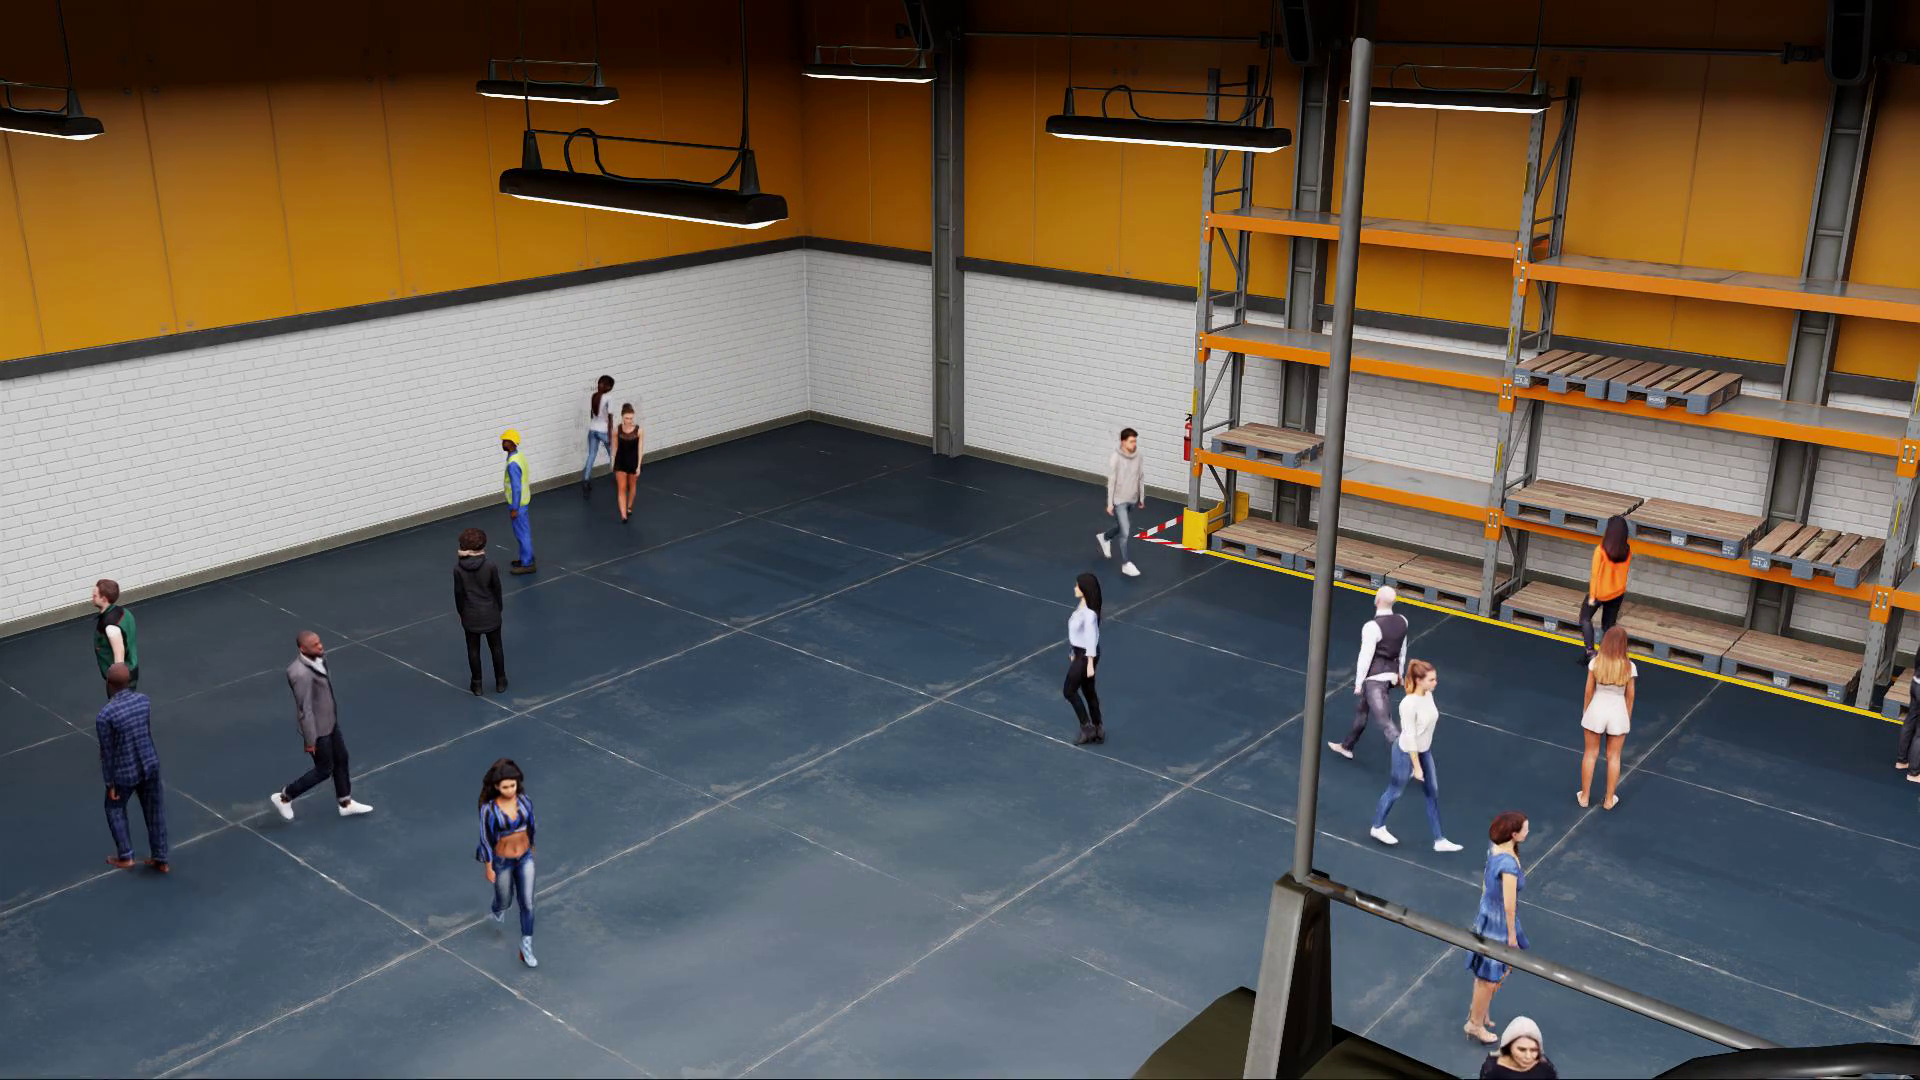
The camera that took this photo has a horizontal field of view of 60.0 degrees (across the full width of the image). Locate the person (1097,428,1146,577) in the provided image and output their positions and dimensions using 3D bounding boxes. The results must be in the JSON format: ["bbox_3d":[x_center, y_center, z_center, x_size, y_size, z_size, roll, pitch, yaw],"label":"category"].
[{"bbox_3d":[1.978,-0.516,20.579,0.903,1.829,1.244,-12,22,-32],"label":"person"}]

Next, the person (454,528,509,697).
[{"bbox_3d":[-4.886,0.728,16.959,0.734,1.781,0.773,-5,19,-15],"label":"person"}]

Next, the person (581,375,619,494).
[{"bbox_3d":[-5.155,-1.471,23.659,1.102,1.673,0.928,8,20,23],"label":"person"}]

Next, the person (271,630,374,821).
[{"bbox_3d":[-5.598,1.619,14.298,1.172,1.791,1.113,-2,19,-7],"label":"person"}]

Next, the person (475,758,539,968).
[{"bbox_3d":[-3.358,2.371,12.365,0.770,1.601,0.978,-13,23,-34],"label":"person"}]

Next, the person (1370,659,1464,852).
[{"bbox_3d":[3.695,1.801,13.927,0.681,1.683,1.025,-17,25,-40],"label":"person"}]

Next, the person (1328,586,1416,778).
[{"bbox_3d":[3.890,1.347,15.140,0.871,1.769,1.335,-15,24,-38],"label":"person"}]

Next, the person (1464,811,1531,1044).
[{"bbox_3d":[3.564,2.635,11.281,0.873,1.791,0.824,2,19,5],"label":"person"}]

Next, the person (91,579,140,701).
[{"bbox_3d":[-7.776,1.223,15.395,0.797,1.842,0.697,-6,20,-17],"label":"person"}]

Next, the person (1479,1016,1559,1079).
[{"bbox_3d":[3.033,3.356,9.255,1.004,1.718,1.059,-2,19,-6],"label":"person"}]

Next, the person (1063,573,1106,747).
[{"bbox_3d":[1.286,1.149,15.787,0.841,1.731,0.797,1,19,3],"label":"person"}]

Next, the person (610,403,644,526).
[{"bbox_3d":[-4.474,-1.048,22.463,1.033,1.635,1.163,-3,19,-8],"label":"person"}]

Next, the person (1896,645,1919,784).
[{"bbox_3d":[8.845,1.350,15.200,0.687,1.726,0.684,3,19,9],"label":"person"}]

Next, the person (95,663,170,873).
[{"bbox_3d":[-6.645,1.881,13.522,0.857,1.791,0.742,10,21,28],"label":"person"}]

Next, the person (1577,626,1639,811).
[{"bbox_3d":[5.685,1.556,14.634,0.585,1.696,0.694,8,20,22],"label":"person"}]

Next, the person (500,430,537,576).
[{"bbox_3d":[-5.449,-0.479,20.495,0.807,1.812,0.732,-3,19,-8],"label":"person"}]

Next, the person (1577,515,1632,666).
[{"bbox_3d":[6.811,0.606,17.392,0.740,1.736,0.774,-5,19,-15],"label":"person"}]
